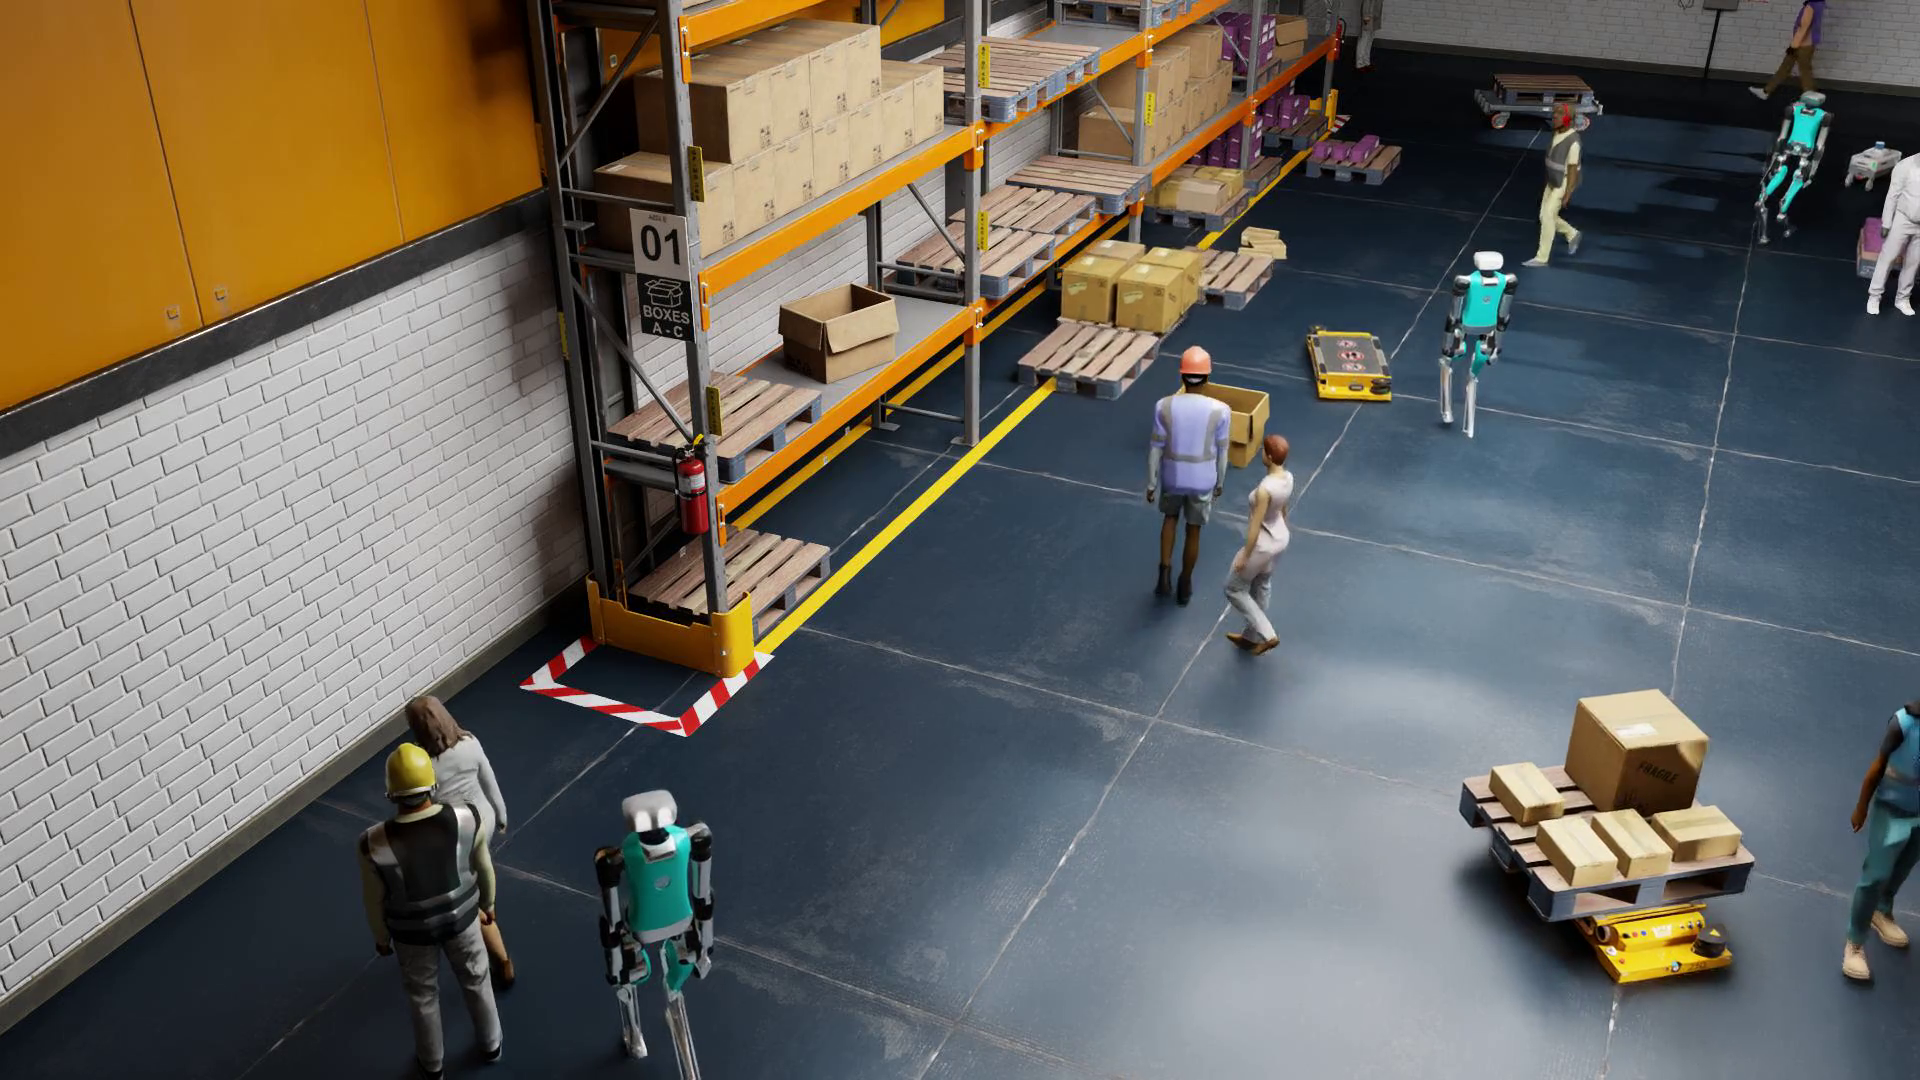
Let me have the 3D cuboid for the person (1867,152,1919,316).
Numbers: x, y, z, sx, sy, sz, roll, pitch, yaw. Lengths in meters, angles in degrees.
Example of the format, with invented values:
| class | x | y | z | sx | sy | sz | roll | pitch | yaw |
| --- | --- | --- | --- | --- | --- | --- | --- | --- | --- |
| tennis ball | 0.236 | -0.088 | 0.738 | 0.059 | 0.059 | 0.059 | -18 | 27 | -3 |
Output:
| class | x | y | z | sx | sy | sz | roll | pitch | yaw |
| --- | --- | --- | --- | --- | --- | --- | --- | --- | --- |
| person | 9.749 | -3.229 | 16.993 | 0.638 | 1.908 | 0.413 | 2 | 28 | 4 |

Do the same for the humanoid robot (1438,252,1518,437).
| class | x | y | z | sx | sy | sz | roll | pitch | yaw |
| --- | --- | --- | --- | --- | --- | --- | --- | --- | --- |
| humanoid robot | 4.369 | -1.720 | 14.383 | 0.540 | 1.765 | 0.838 | -1 | 28 | -2 |

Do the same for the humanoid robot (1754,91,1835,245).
| class | x | y | z | sx | sy | sz | roll | pitch | yaw |
| --- | --- | --- | --- | --- | --- | --- | --- | --- | --- |
| humanoid robot | 9.435 | -4.178 | 18.929 | 0.548 | 1.752 | 0.964 | 22 | 36 | 35 |

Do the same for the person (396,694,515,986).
| class | x | y | z | sx | sy | sz | roll | pitch | yaw |
| --- | --- | --- | --- | --- | --- | --- | --- | --- | --- |
| person | -2.583 | 1.488 | 8.537 | 0.827 | 1.613 | 0.486 | 21 | 35 | 34 |

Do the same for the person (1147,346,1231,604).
| class | x | y | z | sx | sy | sz | roll | pitch | yaw |
| --- | --- | --- | --- | --- | --- | --- | --- | --- | --- |
| person | 1.623 | -0.447 | 11.839 | 0.550 | 1.909 | 0.465 | 7 | 29 | 13 |

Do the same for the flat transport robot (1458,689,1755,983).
| class | x | y | z | sx | sy | sz | roll | pitch | yaw |
| --- | --- | --- | --- | --- | --- | --- | --- | --- | --- |
| flat transport robot | 3.584 | 1.871 | 9.258 | 0.659 | 0.231 | 1.431 | -6 | 29 | -10 |

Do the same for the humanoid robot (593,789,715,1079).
| class | x | y | z | sx | sy | sz | roll | pitch | yaw |
| --- | --- | --- | --- | --- | --- | --- | --- | --- | --- |
| humanoid robot | -1.471 | 1.827 | 7.808 | 0.549 | 1.780 | 0.873 | -14 | 31 | -24 |

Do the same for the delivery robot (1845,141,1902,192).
| class | x | y | z | sx | sy | sz | roll | pitch | yaw |
| --- | --- | --- | --- | --- | --- | --- | --- | --- | --- |
| delivery robot | 11.744 | -4.809 | 21.345 | 0.797 | 0.595 | 0.499 | -19 | 34 | -31 |

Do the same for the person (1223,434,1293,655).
| class | x | y | z | sx | sy | sz | roll | pitch | yaw |
| --- | --- | --- | --- | --- | --- | --- | --- | --- | --- |
| person | 2.015 | 0.052 | 11.168 | 0.405 | 1.643 | 0.482 | 21 | 35 | 34 |

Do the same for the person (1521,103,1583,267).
| class | x | y | z | sx | sy | sz | roll | pitch | yaw |
| --- | --- | --- | --- | --- | --- | --- | --- | --- | --- |
| person | 6.667 | -3.913 | 18.355 | 0.661 | 1.815 | 0.602 | -3 | 29 | -6 |

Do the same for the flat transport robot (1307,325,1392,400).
| class | x | y | z | sx | sy | sz | roll | pitch | yaw |
| --- | --- | --- | --- | --- | --- | --- | --- | --- | --- |
| flat transport robot | 3.700 | -1.689 | 15.861 | 0.659 | 0.231 | 1.431 | 3 | 28 | 5 |

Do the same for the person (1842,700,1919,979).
| class | x | y | z | sx | sy | sz | roll | pitch | yaw |
| --- | --- | --- | --- | --- | --- | --- | --- | --- | --- |
| person | 4.856 | 1.411 | 8.479 | 0.512 | 1.830 | 0.658 | 4 | 29 | 8 |

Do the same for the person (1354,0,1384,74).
| class | x | y | z | sx | sy | sz | roll | pitch | yaw |
| --- | --- | --- | --- | --- | --- | --- | --- | --- | --- |
| person | 6.643 | -8.484 | 26.816 | 0.366 | 1.833 | 0.500 | 21 | 35 | 34 |

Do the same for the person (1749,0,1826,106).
| class | x | y | z | sx | sy | sz | roll | pitch | yaw |
| --- | --- | --- | --- | --- | --- | --- | --- | --- | --- |
| person | 12.470 | -7.445 | 24.828 | 0.965 | 1.880 | 0.570 | 15 | 32 | 26 |

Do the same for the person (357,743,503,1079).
| class | x | y | z | sx | sy | sz | roll | pitch | yaw |
| --- | --- | --- | --- | --- | --- | --- | --- | --- | --- |
| person | -2.476 | 1.759 | 7.834 | 0.595 | 1.826 | 0.406 | -15 | 32 | -26 |
